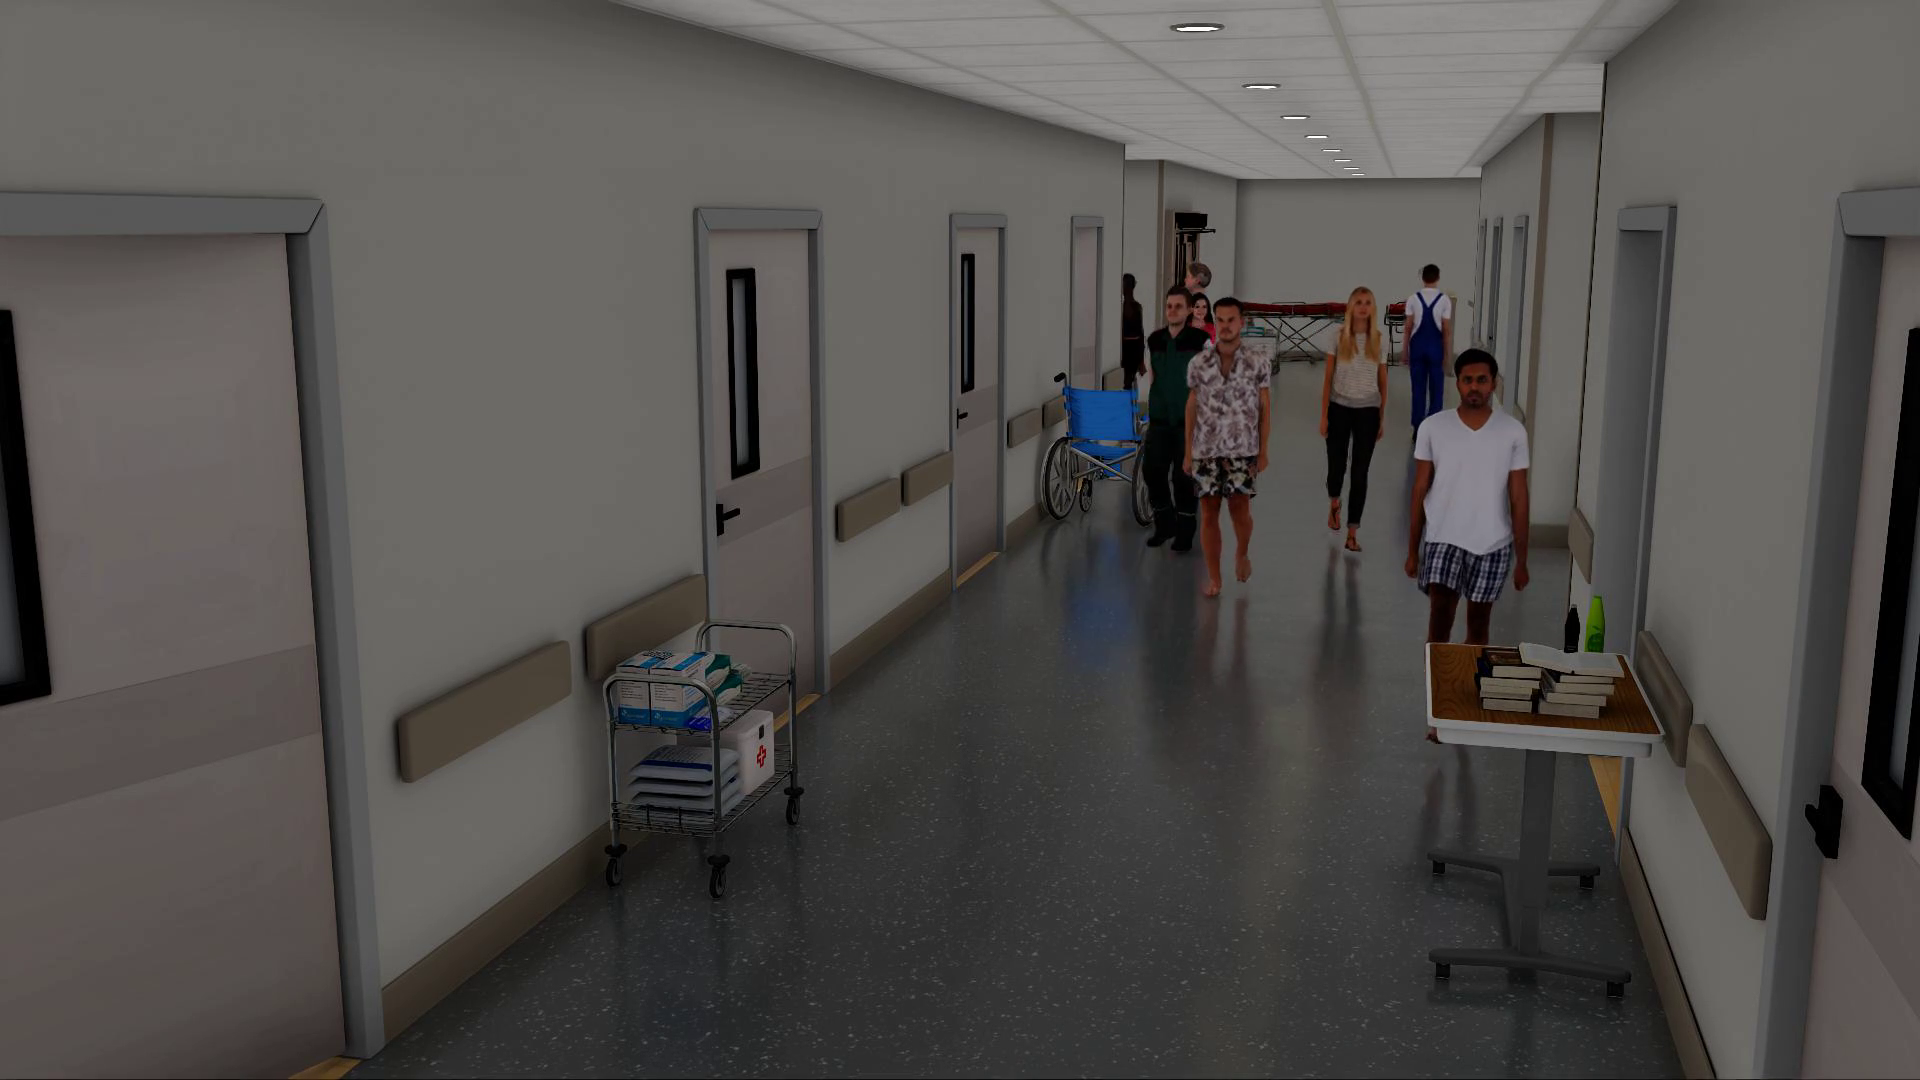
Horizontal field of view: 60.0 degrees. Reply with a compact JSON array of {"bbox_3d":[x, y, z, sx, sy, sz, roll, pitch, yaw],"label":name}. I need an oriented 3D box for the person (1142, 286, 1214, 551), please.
[{"bbox_3d":[1.537,-0.831,11.485,0.714,1.829,0.727,5,12,25],"label":"person"}]

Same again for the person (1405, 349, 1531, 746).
[{"bbox_3d":[2.237,0.025,7.329,0.657,1.699,0.983,3,11,14],"label":"person"}]

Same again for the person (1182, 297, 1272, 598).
[{"bbox_3d":[1.632,-0.574,10.214,0.672,1.801,0.737,3,11,16],"label":"person"}]

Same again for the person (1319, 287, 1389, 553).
[{"bbox_3d":[2.721,-0.838,11.611,0.696,1.800,1.088,1,11,6],"label":"person"}]

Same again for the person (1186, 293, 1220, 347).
[{"bbox_3d":[2.077,-1.354,14.735,0.694,1.649,0.744,-2,11,-9],"label":"person"}]

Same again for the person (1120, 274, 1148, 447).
[{"bbox_3d":[1.810,-1.829,16.973,0.765,1.746,0.674,8,14,37],"label":"person"}]

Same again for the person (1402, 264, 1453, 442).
[{"bbox_3d":[4.846,-1.933,17.333,0.703,1.817,1.129,4,11,18],"label":"person"}]

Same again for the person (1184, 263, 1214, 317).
[{"bbox_3d":[2.261,-1.698,15.888,0.735,1.894,0.538,2,11,9],"label":"person"}]
